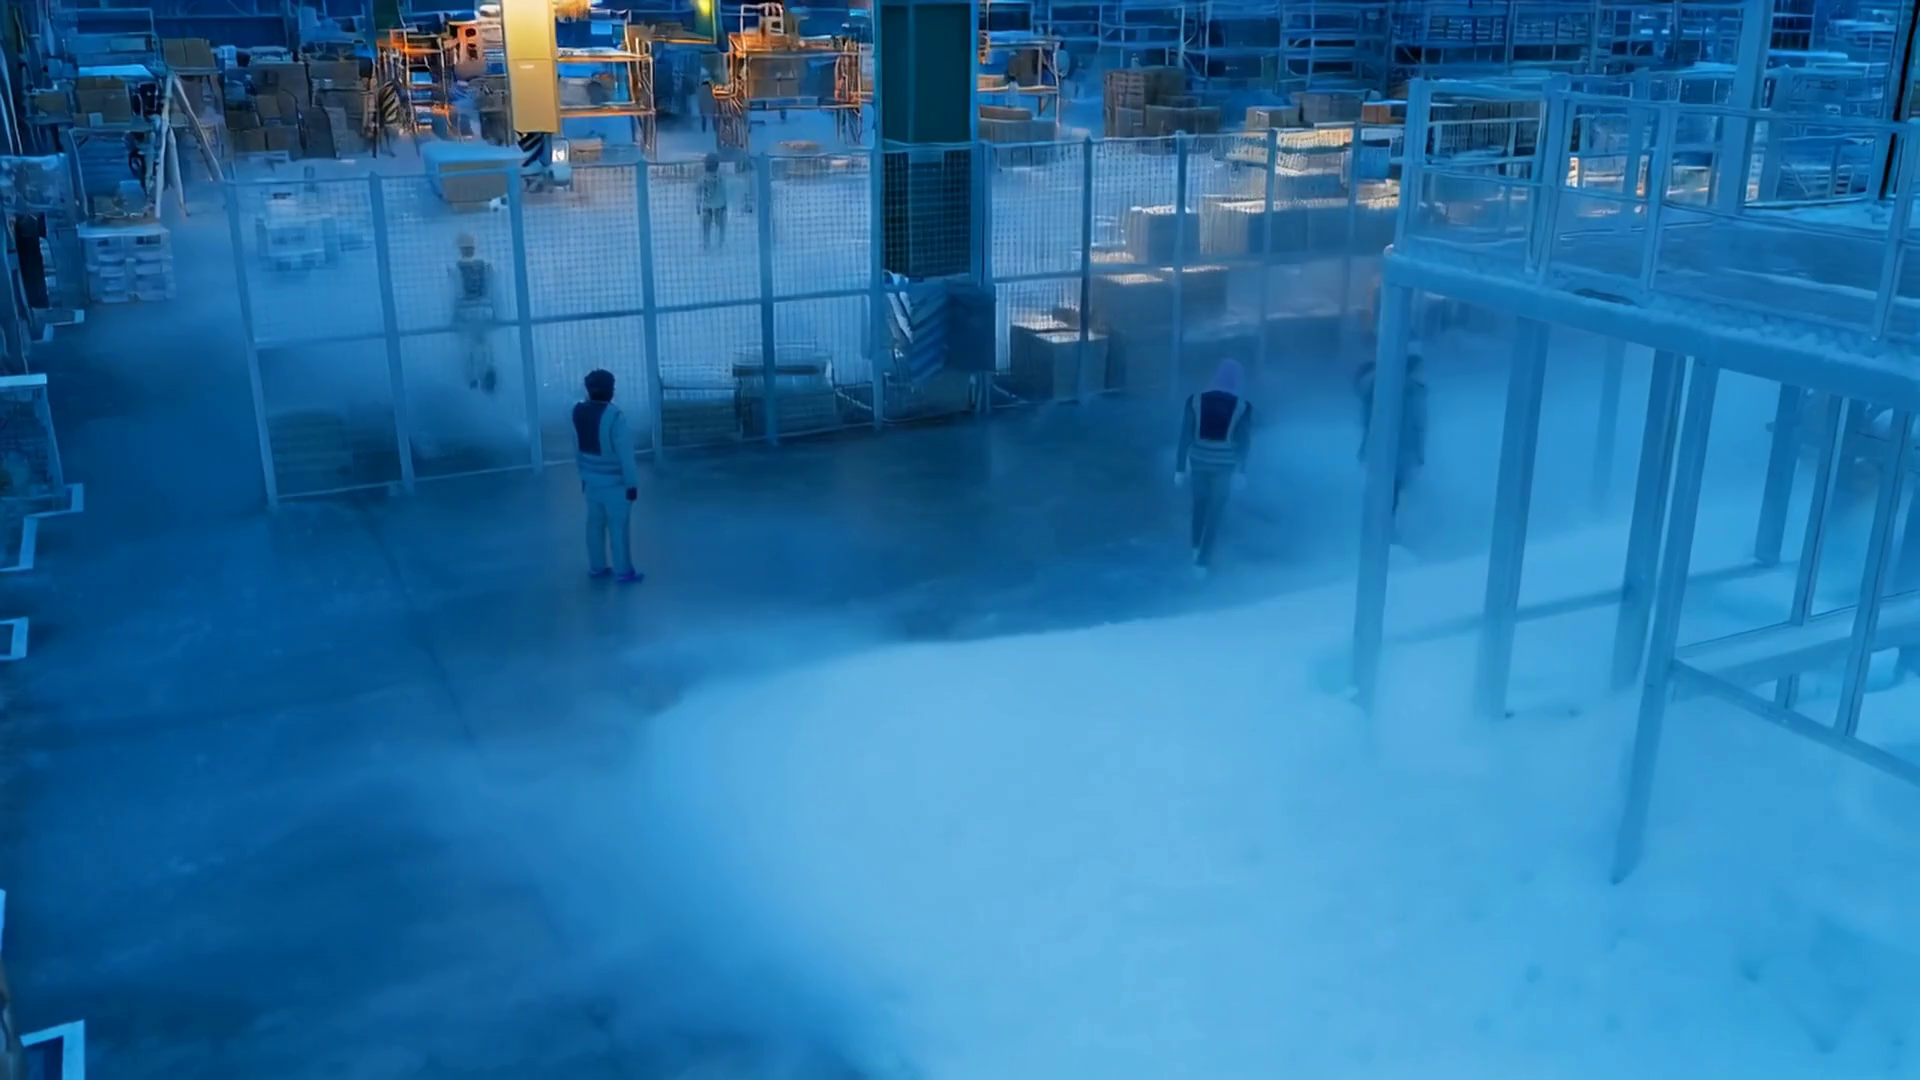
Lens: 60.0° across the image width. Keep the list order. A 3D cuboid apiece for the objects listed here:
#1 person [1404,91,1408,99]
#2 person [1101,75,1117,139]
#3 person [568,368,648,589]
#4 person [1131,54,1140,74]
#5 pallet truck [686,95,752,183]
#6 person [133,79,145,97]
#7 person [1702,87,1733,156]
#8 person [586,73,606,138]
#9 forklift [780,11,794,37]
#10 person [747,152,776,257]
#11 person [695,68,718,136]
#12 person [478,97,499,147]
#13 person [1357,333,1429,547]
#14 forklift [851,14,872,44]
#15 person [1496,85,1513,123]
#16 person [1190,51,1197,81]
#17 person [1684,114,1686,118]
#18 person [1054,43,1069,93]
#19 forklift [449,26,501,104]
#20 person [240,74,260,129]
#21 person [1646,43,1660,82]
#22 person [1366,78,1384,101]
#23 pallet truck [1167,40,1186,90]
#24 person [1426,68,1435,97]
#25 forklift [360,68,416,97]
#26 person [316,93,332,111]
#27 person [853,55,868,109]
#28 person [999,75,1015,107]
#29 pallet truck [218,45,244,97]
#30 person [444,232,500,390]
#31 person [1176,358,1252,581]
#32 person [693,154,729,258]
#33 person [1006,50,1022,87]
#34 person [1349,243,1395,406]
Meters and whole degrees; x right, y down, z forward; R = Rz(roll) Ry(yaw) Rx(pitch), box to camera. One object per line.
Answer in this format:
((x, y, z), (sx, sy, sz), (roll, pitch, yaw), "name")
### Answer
((11.621, -10.576, 42.781), (0.637, 1.918, 0.565), (-4, 19, -11), "person")
((4.471, -12.962, 49.793), (0.516, 1.860, 0.325), (16, 25, 39), "person")
((-2.893, -0.506, 13.701), (0.629, 1.846, 0.429), (12, 22, 31), "person")
((6.903, -18.420, 65.906), (0.884, 1.645, 0.538), (17, 26, 41), "person")
((-5.836, -9.608, 39.856), (0.823, 1.965, 1.885), (10, 22, 27), "pallet truck")
((-25.339, -13.405, 51.416), (0.518, 1.633, 0.314), (6, 20, 17), "person")
((20.579, -11.258, 44.829), (0.546, 1.884, 1.023), (-11, 22, -30), "person")
((-10.929, -13.021, 49.871), (0.636, 1.922, 0.525), (8, 21, 23), "person")
((-8.511, -24.590, 81.951), (1.873, 2.768, 1.129), (-9, 21, -25), "forklift")
((-3.520, -5.964, 29.572), (0.545, 1.806, 0.945), (5, 20, 14), "person")
((-7.739, -13.361, 50.669), (0.704, 2.000, 0.950), (-1, 19, -2), "person")
((-11.650, -9.956, 41.048), (0.624, 1.872, 0.993), (7, 20, 20), "person")
((3.815, -0.857, 14.605), (0.554, 1.916, 0.481), (17, 25, 40), "person")
((-4.580, -23.072, 77.551), (1.129, 2.768, 1.873), (8, 20, 21), "forklift")
((15.390, -11.956, 47.035), (0.526, 1.745, 0.692), (-6, 20, -17), "person")
((10.565, -21.521, 74.646), (0.544, 1.824, 0.641), (-8, 21, -22), "person")
((24.936, -15.107, 56.402), (0.729, 1.616, 0.518), (-11, 22, -30), "person")
((4.128, -19.194, 67.646), (0.615, 1.994, 0.381), (6, 20, 16), "person")
((-18.105, -17.681, 61.924), (1.873, 2.768, 1.129), (13, 23, 33), "forklift")
((-21.021, -12.825, 49.286), (0.387, 1.927, 0.589), (-18, 26, -41), "person")
((30.963, -21.342, 74.339), (0.540, 1.679, 0.568), (11, 22, 29), "person")
((11.578, -11.938, 46.658), (0.610, 1.963, 0.365), (-12, 23, -32), "person")
((9.045, -19.971, 69.895), (0.823, 1.965, 1.885), (-3, 19, -8), "pallet truck")
((16.068, -15.355, 57.068), (0.529, 1.630, 0.327), (-16, 25, -39), "person")
((-22.735, -18.935, 65.560), (1.129, 2.768, 1.873), (13, 23, 33), "forklift")
((-18.669, -12.490, 48.695), (0.756, 1.667, 0.547), (10, 22, 27), "person")
((-3.633, -16.582, 60.196), (0.648, 1.911, 0.747), (-10, 21, -26), "person")
((1.411, -12.976, 49.825), (0.566, 1.856, 0.685), (-5, 20, -15), "person")
((-28.879, -18.665, 66.111), (0.823, 1.965, 1.885), (-3, 19, -9), "pallet truck")
((-5.833, -2.719, 20.011), (0.624, 1.922, 0.723), (-9, 21, -24), "person")
((2.158, -0.640, 14.081), (0.577, 1.845, 0.890), (6, 20, 17), "person")
((-4.389, -5.903, 29.384), (0.640, 1.819, 0.450), (-4, 19, -12), "person")
((2.091, -18.252, 65.014), (0.654, 1.926, 0.440), (-2, 19, -6), "person")
((4.862, -2.409, 19.014), (0.532, 1.978, 0.620), (-7, 20, -19), "person")
